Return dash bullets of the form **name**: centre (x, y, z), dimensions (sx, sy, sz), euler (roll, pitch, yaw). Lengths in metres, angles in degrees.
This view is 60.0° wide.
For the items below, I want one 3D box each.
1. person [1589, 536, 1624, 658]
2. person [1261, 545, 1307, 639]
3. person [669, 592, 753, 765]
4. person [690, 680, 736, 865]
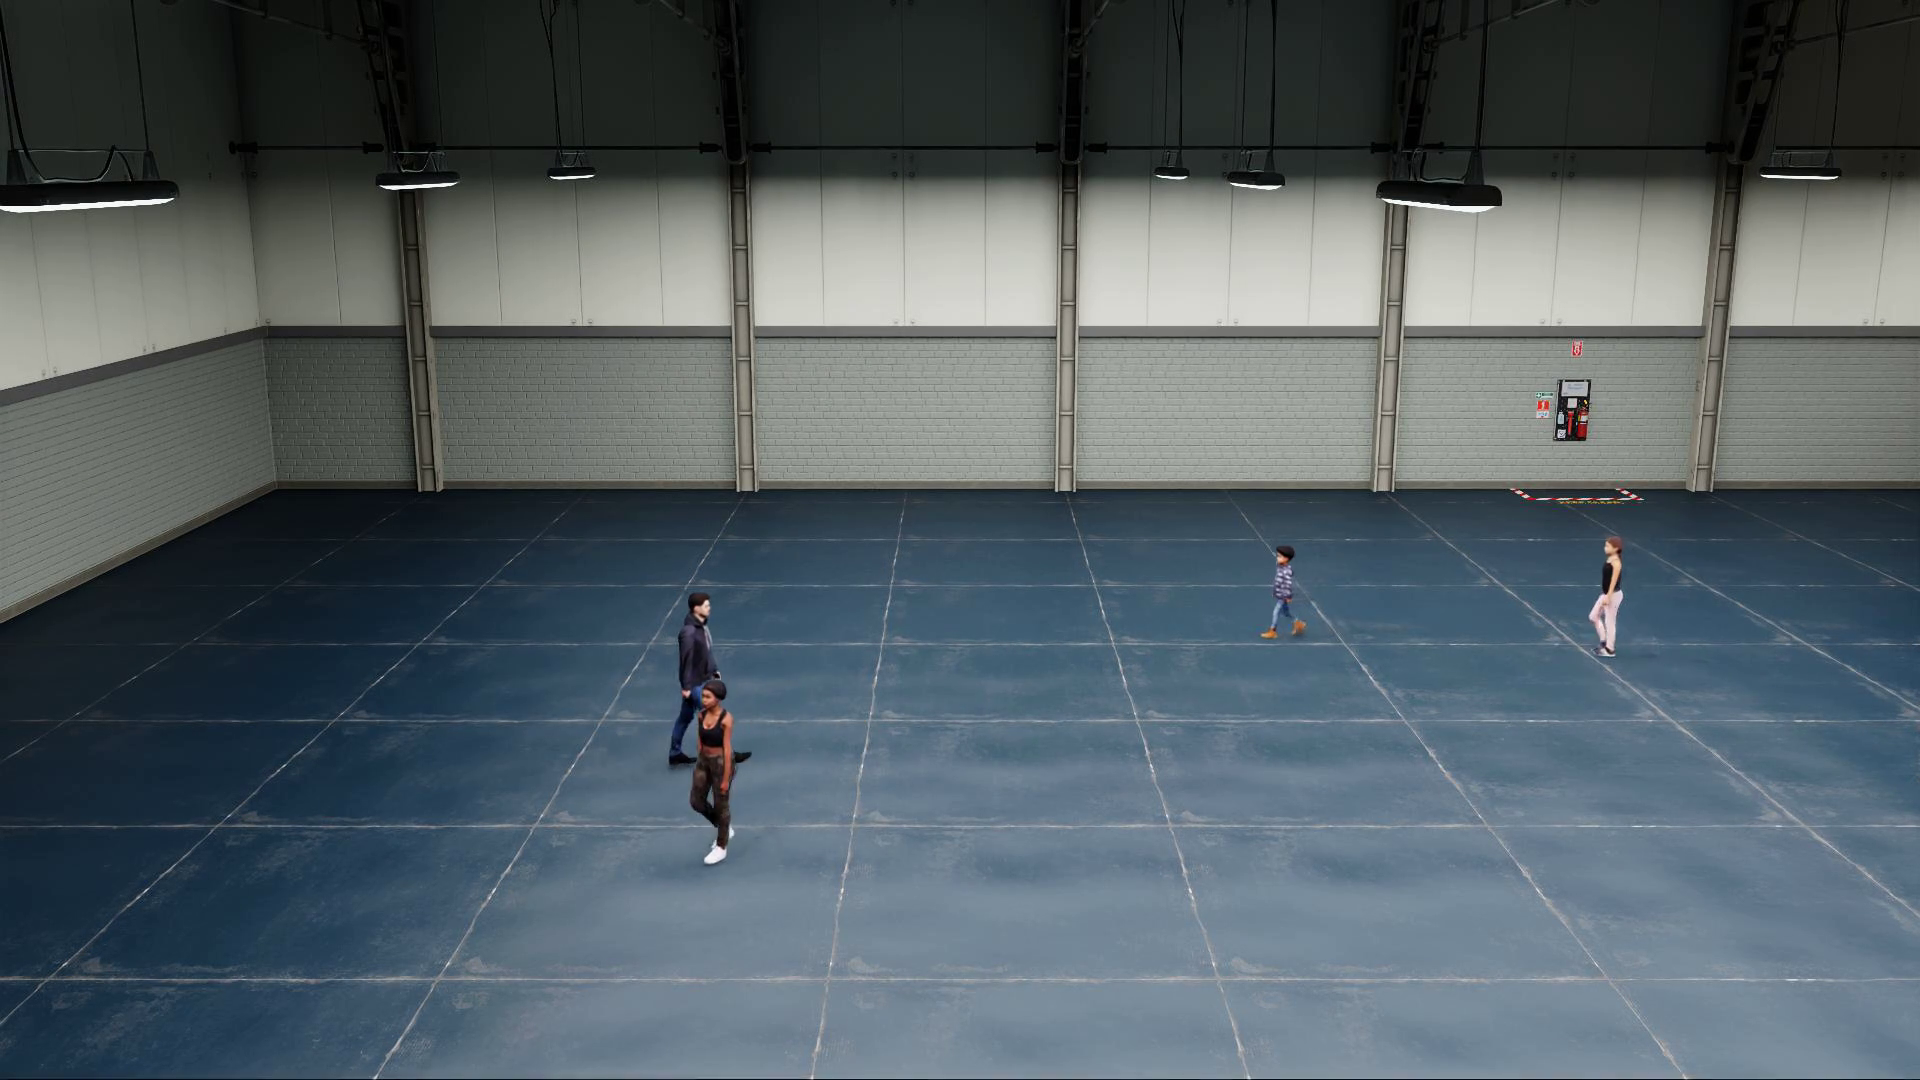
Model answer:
- **person**: centre (8.215, 0.710, 20.834), dimensions (0.574, 1.559, 0.557), euler (1, 13, 6)
- **person**: centre (4.269, 0.687, 21.671), dimensions (0.903, 1.226, 0.605), euler (-2, 13, -9)
- **person**: centre (-2.793, 1.454, 16.989), dimensions (1.114, 1.844, 0.725), euler (0, 13, 2)
- **person**: centre (-2.114, 2.036, 14.819), dimensions (0.745, 1.688, 0.804), euler (9, 16, 34)
